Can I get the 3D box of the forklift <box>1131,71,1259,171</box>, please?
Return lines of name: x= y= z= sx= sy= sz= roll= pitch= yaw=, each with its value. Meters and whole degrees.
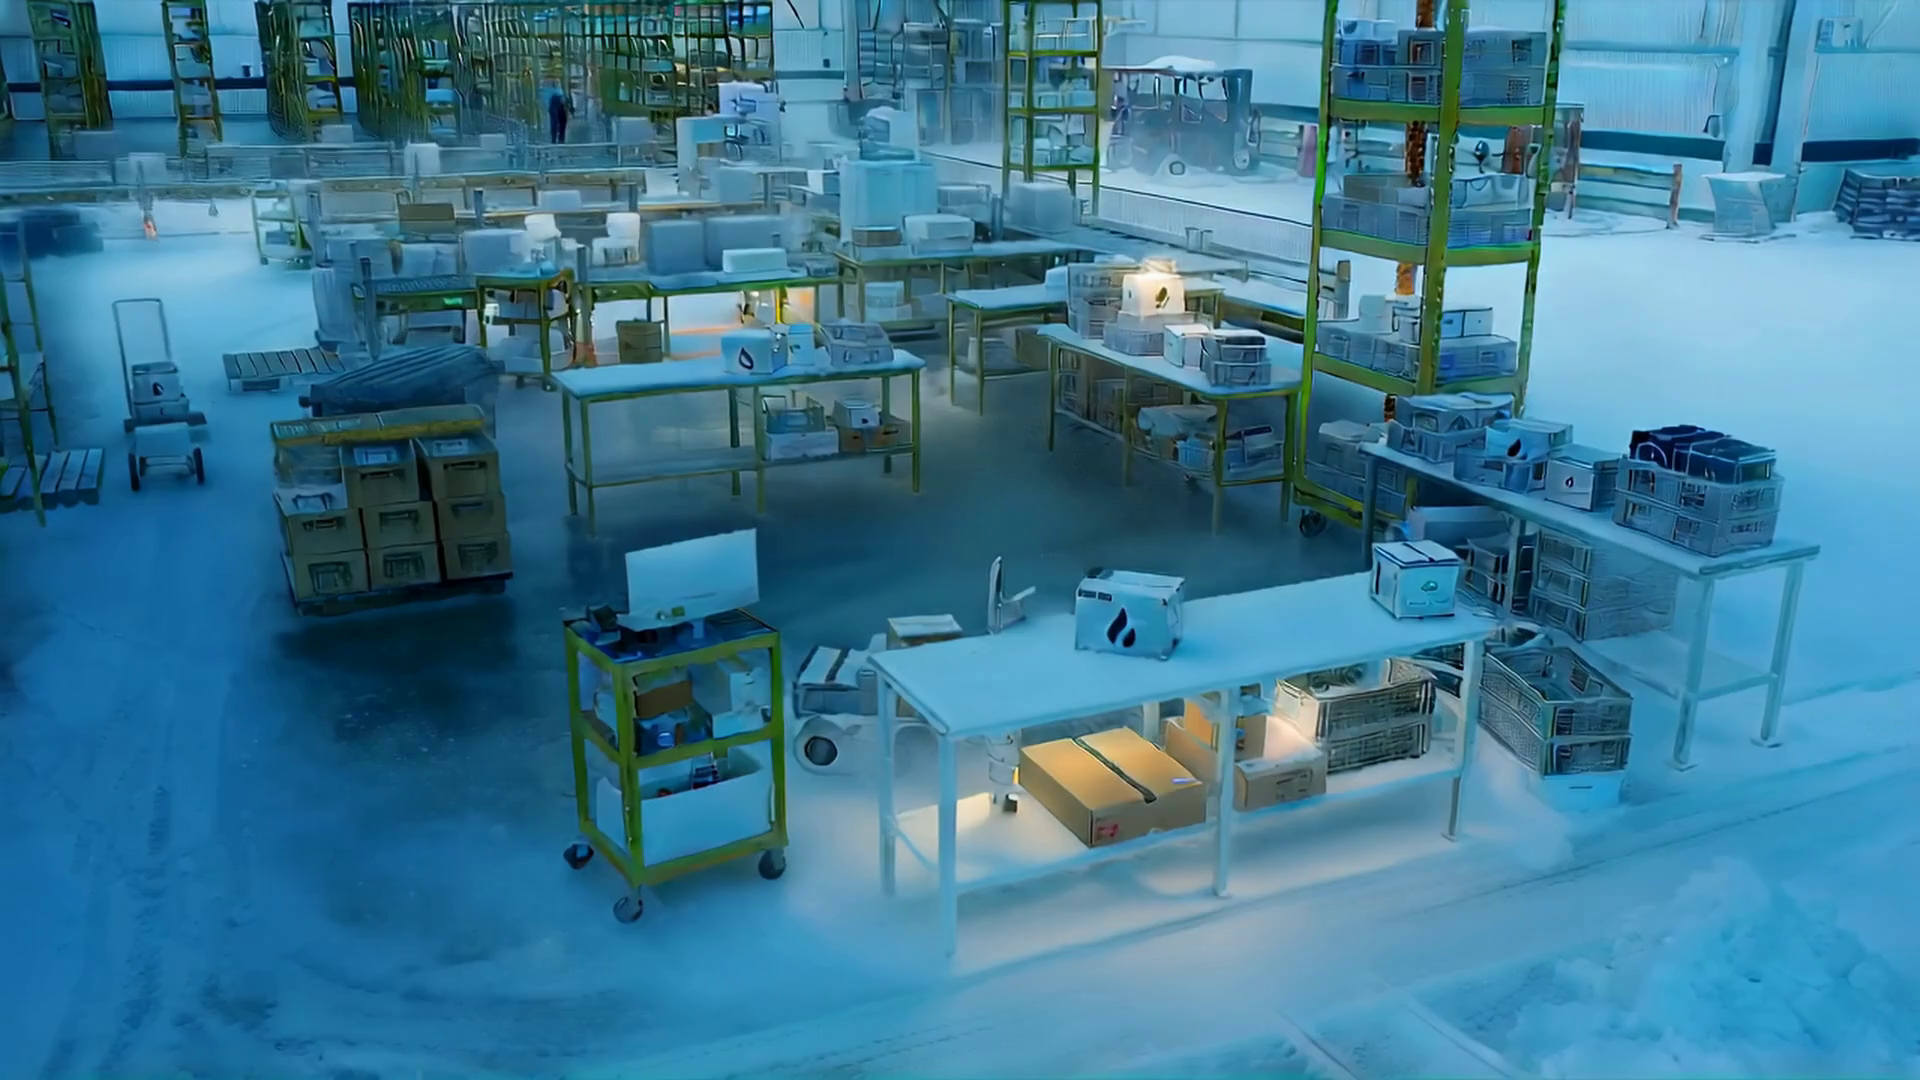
forklift: x=4.998 y=-8.936 z=35.413 sx=2.680 sy=1.987 sz=1.157 roll=-9 pitch=20 yaw=-25

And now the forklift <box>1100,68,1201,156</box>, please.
forklift: x=4.082 y=-9.564 z=37.410 sx=2.680 sy=1.987 sz=1.157 roll=-8 pitch=19 yaw=-23

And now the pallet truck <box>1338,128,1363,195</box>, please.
pallet truck: x=7.845 y=-7.140 z=31.411 sx=1.522 sy=1.261 sz=0.704 roll=-9 pitch=20 yaw=-25

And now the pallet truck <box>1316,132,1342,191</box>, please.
pallet truck: x=7.723 y=-7.504 z=32.656 sx=1.601 sy=1.201 sz=0.680 roll=-8 pitch=19 yaw=-23

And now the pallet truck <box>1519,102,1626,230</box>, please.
pallet truck: x=9.972 y=-6.037 z=26.785 sx=1.885 sy=1.965 sz=0.823 roll=-9 pitch=20 yaw=-25

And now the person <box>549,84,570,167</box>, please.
person: x=-8.527 y=-8.750 z=35.481 sx=0.407 sy=1.908 sz=0.641 roll=-3 pitch=18 yaw=-10

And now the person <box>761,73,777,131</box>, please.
person: x=-5.551 y=-12.719 z=48.102 sx=0.441 sy=1.830 sz=0.599 roll=-15 pitch=23 yaw=-40

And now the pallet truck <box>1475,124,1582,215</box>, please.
pallet truck: x=9.707 y=-6.455 z=28.103 sx=1.885 sy=1.965 sz=0.823 roll=-7 pitch=19 yaw=-20

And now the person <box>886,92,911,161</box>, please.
person: x=-1.220 y=-8.279 z=34.181 sx=0.925 sy=1.783 sz=0.590 roll=4 pitch=18 yaw=11

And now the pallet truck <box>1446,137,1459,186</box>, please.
pallet truck: x=9.184 y=-6.485 z=29.328 sx=1.630 sy=1.274 sz=0.653 roll=-8 pitch=19 yaw=-23
